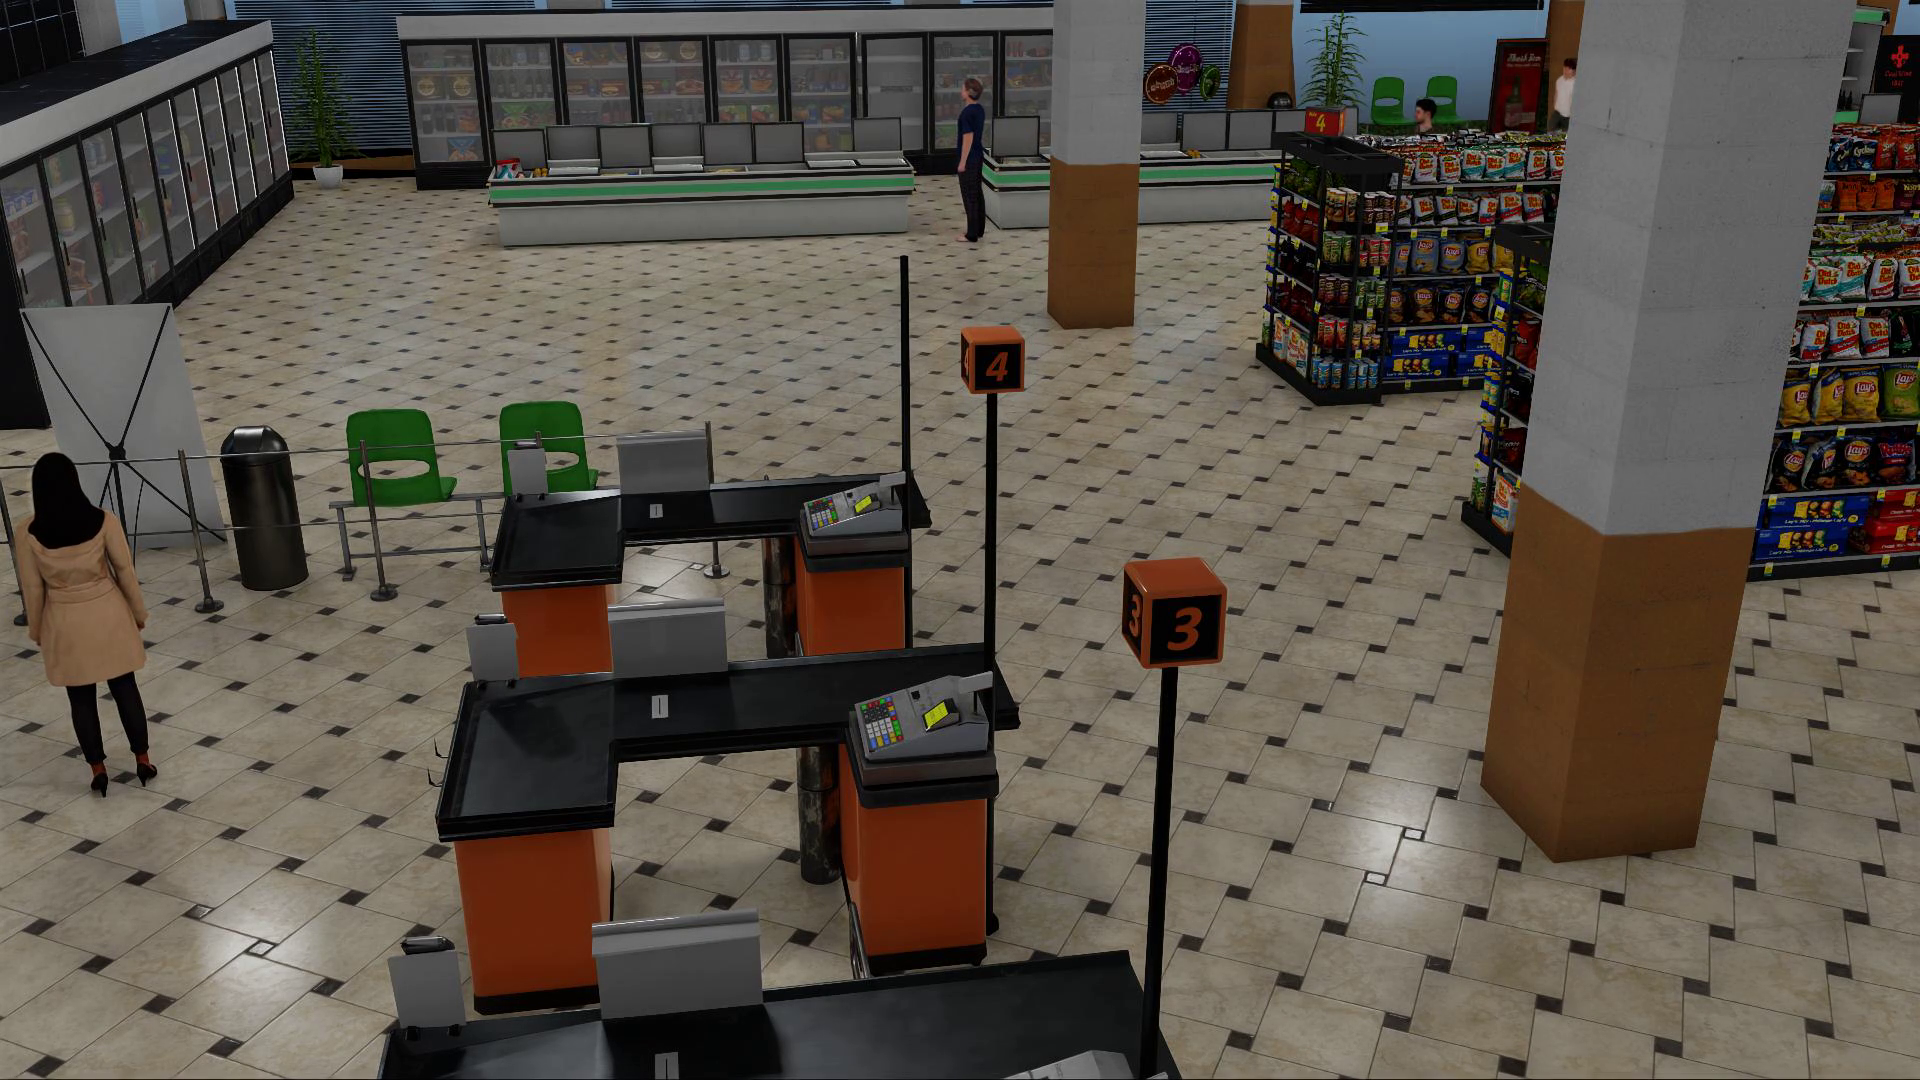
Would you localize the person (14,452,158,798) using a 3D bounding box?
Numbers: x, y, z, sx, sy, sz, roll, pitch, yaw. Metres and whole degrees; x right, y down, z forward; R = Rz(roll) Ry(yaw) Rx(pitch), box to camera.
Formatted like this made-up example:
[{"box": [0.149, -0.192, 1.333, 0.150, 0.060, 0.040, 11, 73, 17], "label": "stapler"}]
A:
[{"box": [-4.031, 0.399, 7.686, 0.588, 1.681, 0.771, -12, 25, -27], "label": "person"}]

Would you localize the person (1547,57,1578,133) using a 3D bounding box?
[{"box": [8.719, -6.053, 23.846, 1.223, 1.605, 0.937, -16, 27, -34], "label": "person"}]

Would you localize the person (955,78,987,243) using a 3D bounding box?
[{"box": [0.132, -4.462, 19.531, 0.729, 1.871, 0.737, 8, 23, 19], "label": "person"}]

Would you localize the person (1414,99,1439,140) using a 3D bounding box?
[{"box": [4.981, -3.705, 17.666, 1.155, 1.856, 0.677, -5, 22, -12], "label": "person"}]
